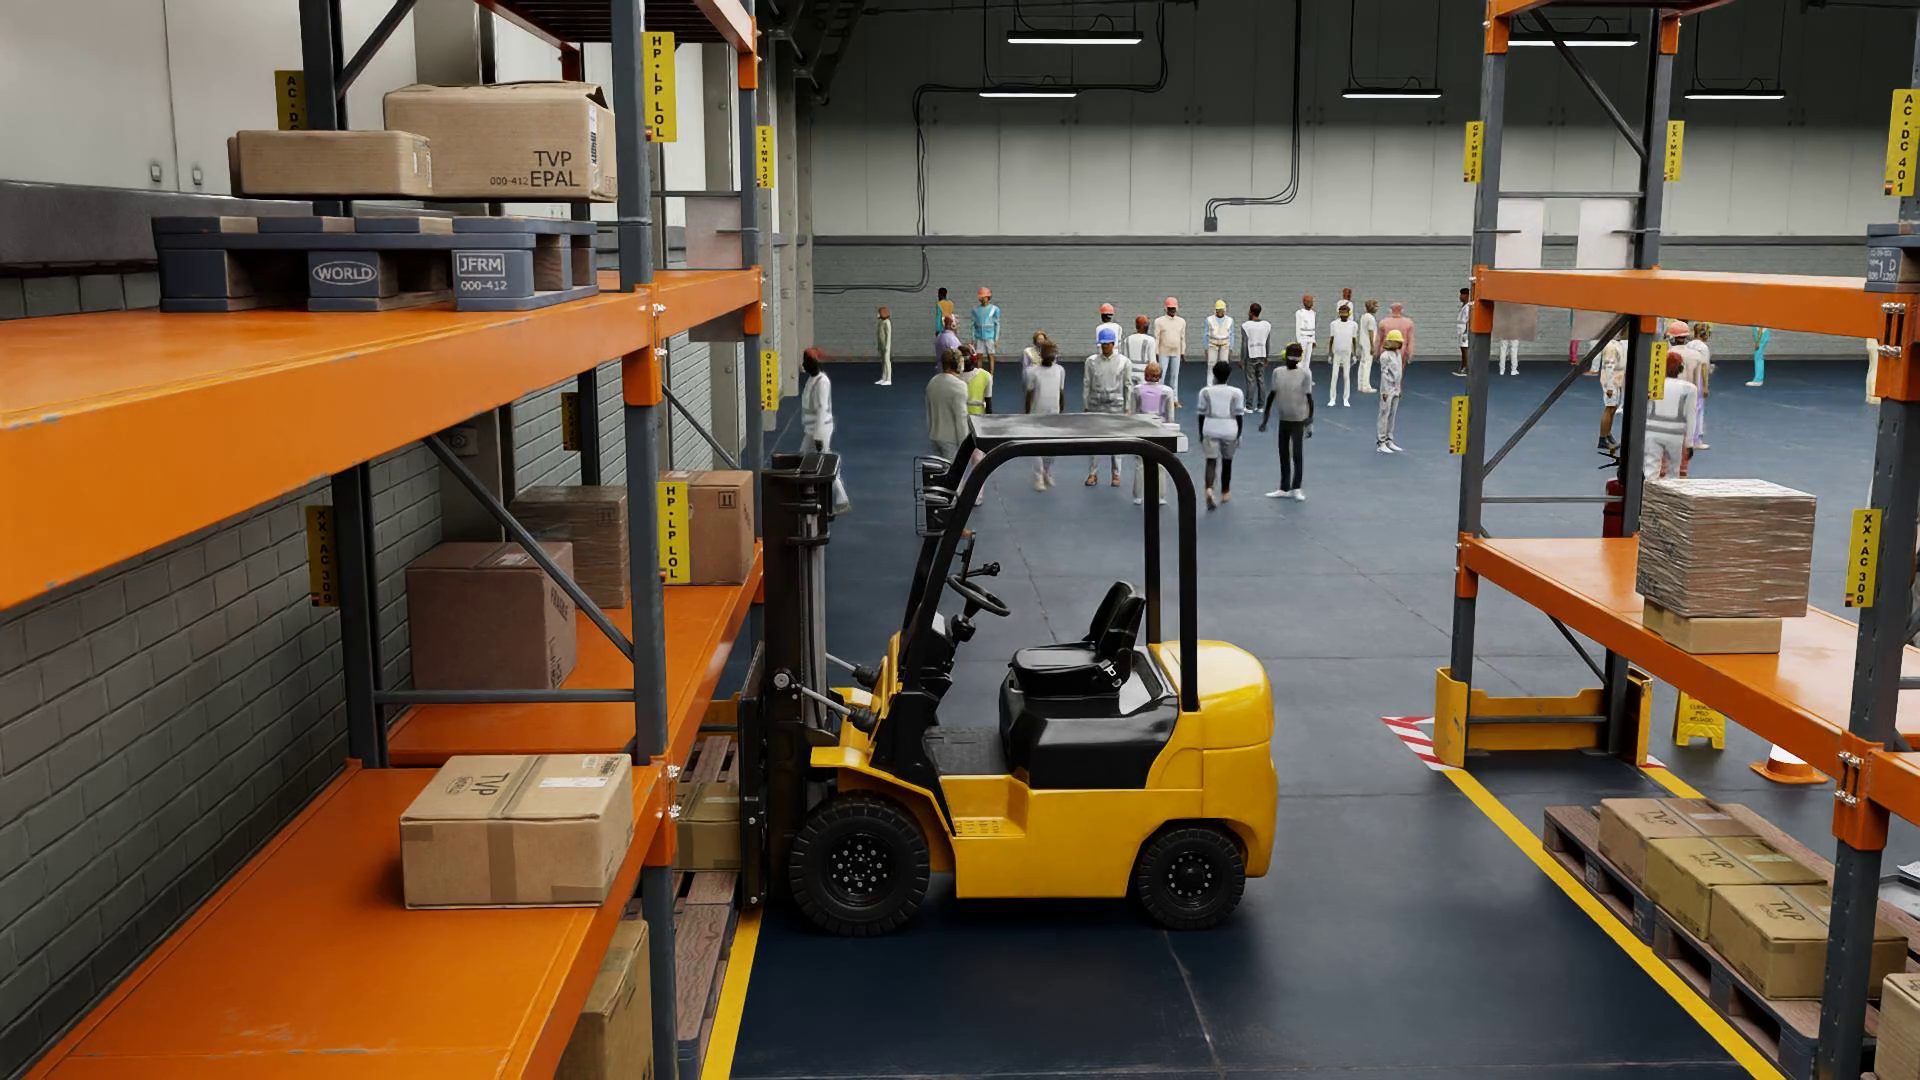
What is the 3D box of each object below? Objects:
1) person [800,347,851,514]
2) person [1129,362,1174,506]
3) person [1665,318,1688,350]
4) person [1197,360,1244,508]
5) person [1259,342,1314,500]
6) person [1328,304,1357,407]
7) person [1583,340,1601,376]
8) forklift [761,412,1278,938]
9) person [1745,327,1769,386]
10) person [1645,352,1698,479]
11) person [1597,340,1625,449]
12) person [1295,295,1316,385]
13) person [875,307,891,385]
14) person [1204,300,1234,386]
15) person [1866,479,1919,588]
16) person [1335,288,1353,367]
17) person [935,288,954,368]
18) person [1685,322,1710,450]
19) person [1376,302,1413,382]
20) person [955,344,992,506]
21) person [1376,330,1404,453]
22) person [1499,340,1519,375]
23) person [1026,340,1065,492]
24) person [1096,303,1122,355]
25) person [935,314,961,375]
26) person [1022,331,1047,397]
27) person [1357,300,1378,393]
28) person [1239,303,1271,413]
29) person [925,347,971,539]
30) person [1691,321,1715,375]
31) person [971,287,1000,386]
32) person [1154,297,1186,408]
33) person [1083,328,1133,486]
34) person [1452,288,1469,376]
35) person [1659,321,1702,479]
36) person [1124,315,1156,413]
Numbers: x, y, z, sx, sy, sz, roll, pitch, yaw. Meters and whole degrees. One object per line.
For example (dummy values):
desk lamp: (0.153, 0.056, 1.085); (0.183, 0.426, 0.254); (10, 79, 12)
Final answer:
person: (-1.574, -1.181, 18.160); (0.811, 1.859, 0.595); (-4, 11, -21)
person: (2.172, -1.204, 18.921); (0.519, 1.630, 0.319); (3, 10, 14)
person: (15.273, -4.285, 35.495); (0.429, 1.842, 0.626); (1, 10, 4)
person: (2.934, -1.196, 18.776); (0.533, 1.666, 0.804); (2, 10, 11)
person: (3.787, -1.377, 19.293); (0.676, 1.848, 0.372); (9, 13, 40)
person: (6.948, -3.350, 30.228); (0.512, 1.861, 0.329); (3, 11, 15)
person: (14.220, -4.651, 37.255); (0.357, 1.938, 0.637); (6, 12, 30)
forklift: (0.291, 0.548, 7.580); (2.313, 2.155, 1.214); (0, 10, -2)
person: (16.598, -4.110, 34.548); (0.361, 1.834, 0.519); (6, 12, 29)
person: (7.477, -1.072, 17.632); (0.600, 1.829, 0.973); (6, 12, 30)
person: (9.457, -2.265, 24.014); (0.390, 1.925, 0.549); (6, 12, 32)
person: (7.200, -4.146, 34.598); (0.574, 1.883, 0.355); (-9, 13, -40)
person: (-1.598, -4.061, 34.818); (0.284, 1.633, 0.497); (-5, 11, -24)
person: (5.143, -3.844, 33.049); (0.588, 1.835, 0.403); (0, 10, 1)
person: (6.211, 0.100, 11.089); (0.389, 1.837, 0.560); (2, 10, 9)
person: (9.229, -5.097, 39.918); (0.370, 1.879, 0.580); (-5, 11, -25)
person: (-0.355, -5.010, 39.355); (0.396, 1.910, 0.586); (7, 12, 34)
person: (10.638, -2.228, 24.031); (0.344, 1.841, 0.504); (-2, 10, -10)
person: (8.075, -3.477, 30.918); (0.653, 1.871, 0.959); (1, 10, 7)
person: (0.087, -1.304, 18.870); (0.570, 1.843, 0.372); (3, 11, 16)
person: (6.149, -2.121, 23.706); (0.293, 1.745, 0.486); (9, 13, 40)
person: (12.400, -4.686, 37.522); (0.587, 1.914, 0.390); (6, 12, 29)
person: (1.018, -1.477, 19.888); (0.530, 1.829, 0.396); (-3, 11, -16)
person: (2.508, -3.065, 28.419); (0.543, 1.939, 0.370); (-8, 13, -38)
person: (-0.142, -2.459, 25.159); (0.399, 1.900, 0.644); (-4, 11, -22)
person: (1.201, -2.383, 25.493); (0.520, 1.633, 0.316); (-1, 10, -6)
person: (8.106, -3.847, 33.034); (0.342, 1.845, 0.506); (-1, 10, -6)
person: (5.162, -3.182, 29.121); (0.591, 1.921, 0.391); (-5, 11, -25)
person: (-0.112, -0.978, 16.790); (0.377, 1.940, 0.629); (-7, 12, -33)
person: (16.316, -4.406, 36.605); (0.664, 1.676, 0.539); (2, 10, 9)
person: (0.520, -4.216, 34.536); (0.609, 2.044, 0.396); (4, 11, 19)
person: (3.771, -3.362, 29.916); (0.611, 1.995, 0.375); (-3, 11, -16)
person: (1.802, -1.623, 20.358); (0.606, 1.947, 0.406); (3, 11, 15)
person: (11.286, -4.658, 37.215); (0.368, 1.966, 0.603); (1, 10, 7)
person: (8.985, -1.746, 20.905); (0.611, 1.997, 0.375); (-2, 10, -9)
person: (2.725, -2.444, 25.119); (0.360, 1.882, 0.575); (-10, 14, -44)
